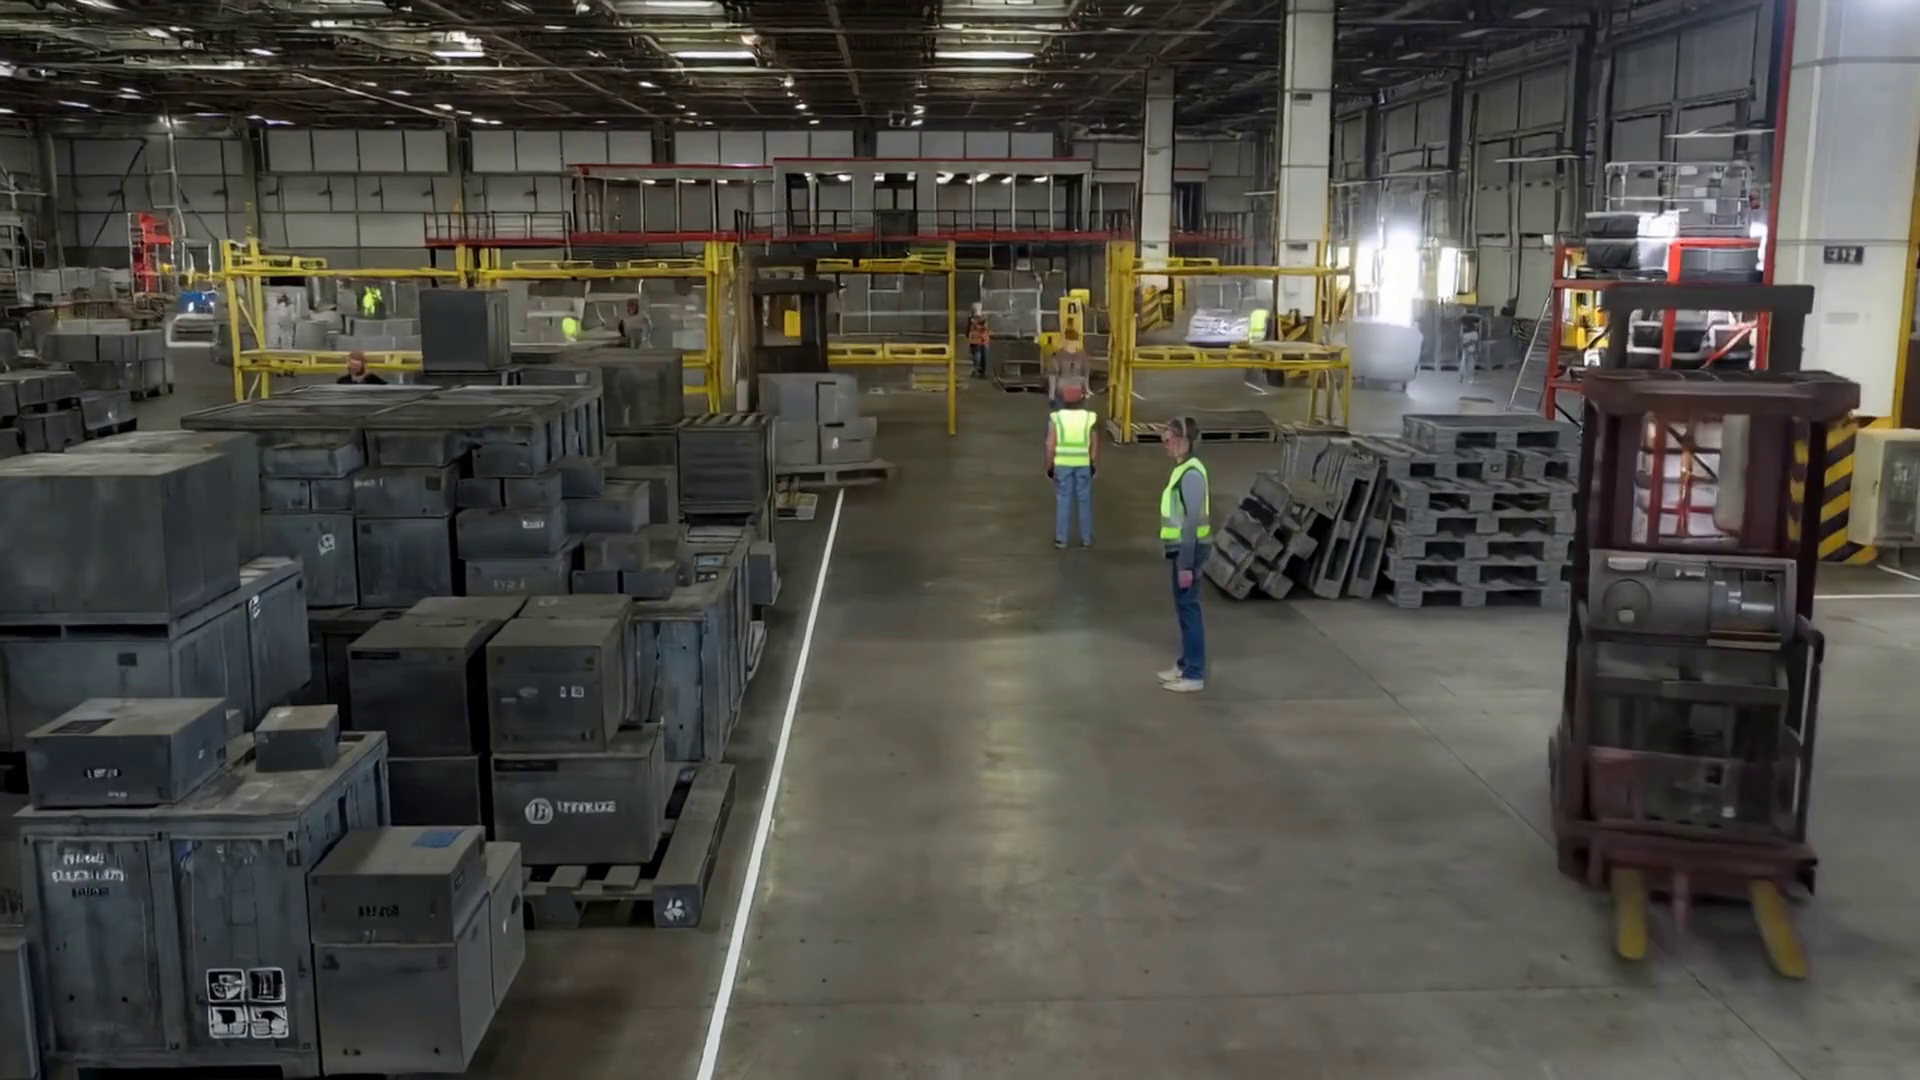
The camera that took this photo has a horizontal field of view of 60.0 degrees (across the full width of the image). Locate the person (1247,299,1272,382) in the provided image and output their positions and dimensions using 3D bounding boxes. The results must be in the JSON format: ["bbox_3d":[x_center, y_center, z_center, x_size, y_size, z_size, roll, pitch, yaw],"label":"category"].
[{"bbox_3d":[6.472,-4.283,35.846,0.628,1.812,0.808,6,12,29],"label":"person"}]

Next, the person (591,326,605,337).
[{"bbox_3d":[-4.881,-1.925,22.431,0.600,1.907,0.392,0,10,2],"label":"person"}]

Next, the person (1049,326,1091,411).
[{"bbox_3d":[1.525,-2.026,23.095,0.601,1.875,1.022,-1,10,-8],"label":"person"}]

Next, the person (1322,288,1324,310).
[{"bbox_3d":[9.283,-5.704,43.590,0.641,1.870,1.028,5,11,26],"label":"person"}]

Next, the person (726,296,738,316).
[{"bbox_3d":[-4.866,-4.371,36.150,0.319,1.870,0.521,6,12,31],"label":"person"}]

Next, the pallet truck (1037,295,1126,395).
[{"bbox_3d":[2.483,-3.881,33.060,1.885,1.965,0.823,-7,13,-36],"label":"pallet truck"}]

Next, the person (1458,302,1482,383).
[{"bbox_3d":[10.964,-4.242,35.775,0.492,1.745,0.284,4,11,20],"label":"person"}]

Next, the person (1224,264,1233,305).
[{"bbox_3d":[12.684,-12.012,78.365,0.377,1.995,0.608,-2,10,-12],"label":"person"}]

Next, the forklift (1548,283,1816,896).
[{"bbox_3d":[3.678,0.096,8.446,1.129,2.768,1.873,3,11,17],"label":"forklift"}]

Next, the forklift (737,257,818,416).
[{"bbox_3d":[-2.417,-2.472,22.750,1.129,2.768,1.873,-3,11,-16],"label":"forklift"}]

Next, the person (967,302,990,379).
[{"bbox_3d":[0.395,-4.414,36.864,0.535,1.699,0.318,4,11,23],"label":"person"}]

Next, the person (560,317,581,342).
[{"bbox_3d":[-6.189,-2.633,26.546,0.355,1.843,0.542,5,11,26],"label":"person"}]

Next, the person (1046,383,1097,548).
[{"bbox_3d":[1.105,-0.730,16.500,0.515,1.641,0.314,-1,10,-6],"label":"person"}]

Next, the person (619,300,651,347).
[{"bbox_3d":[-6.154,-3.573,31.511,0.634,1.936,0.351,3,11,14],"label":"person"}]

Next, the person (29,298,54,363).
[{"bbox_3d":[-21.205,-4.716,38.471,0.831,1.740,0.531,7,12,32],"label":"person"}]

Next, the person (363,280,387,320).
[{"bbox_3d":[-15.238,-5.770,43.465,0.537,2.000,0.679,2,10,9],"label":"person"}]

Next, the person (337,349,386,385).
[{"bbox_3d":[-6.185,-1.010,17.233,0.629,1.940,0.373,3,11,15],"label":"person"}]

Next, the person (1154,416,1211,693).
[{"bbox_3d":[1.515,0.099,11.241,0.351,1.878,0.568,1,10,4],"label":"person"}]

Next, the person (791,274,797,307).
[{"bbox_3d":[-5.607,-8.350,58.238,0.558,1.889,0.621,7,12,35],"label":"person"}]

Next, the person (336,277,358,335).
[{"bbox_3d":[-17.805,-6.619,48.321,0.609,1.996,0.379,-6,12,-32],"label":"person"}]

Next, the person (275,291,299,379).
[{"bbox_3d":[-14.970,-4.544,36.922,0.551,1.935,0.375,4,11,23],"label":"person"}]

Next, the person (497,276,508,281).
[{"bbox_3d":[-20.134,-11.006,73.111,0.579,1.879,0.360,-5,11,-27],"label":"person"}]
